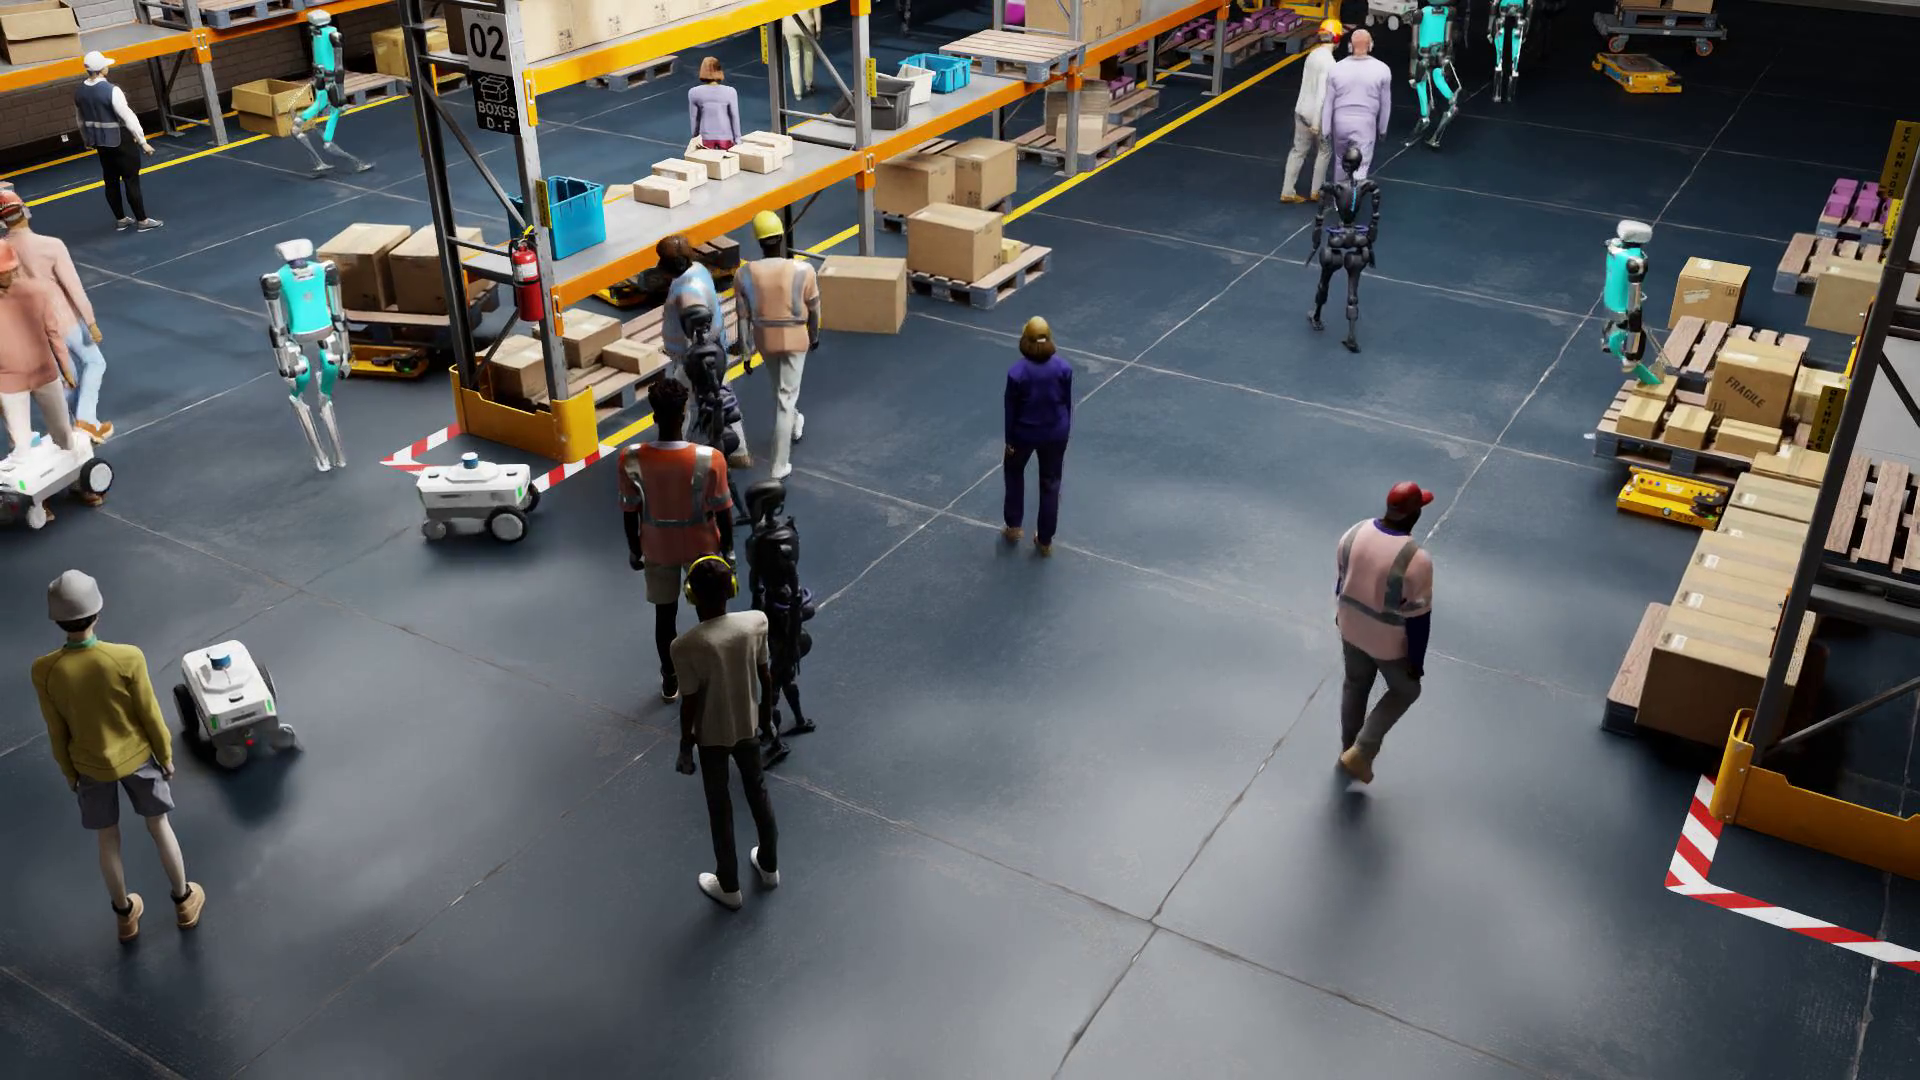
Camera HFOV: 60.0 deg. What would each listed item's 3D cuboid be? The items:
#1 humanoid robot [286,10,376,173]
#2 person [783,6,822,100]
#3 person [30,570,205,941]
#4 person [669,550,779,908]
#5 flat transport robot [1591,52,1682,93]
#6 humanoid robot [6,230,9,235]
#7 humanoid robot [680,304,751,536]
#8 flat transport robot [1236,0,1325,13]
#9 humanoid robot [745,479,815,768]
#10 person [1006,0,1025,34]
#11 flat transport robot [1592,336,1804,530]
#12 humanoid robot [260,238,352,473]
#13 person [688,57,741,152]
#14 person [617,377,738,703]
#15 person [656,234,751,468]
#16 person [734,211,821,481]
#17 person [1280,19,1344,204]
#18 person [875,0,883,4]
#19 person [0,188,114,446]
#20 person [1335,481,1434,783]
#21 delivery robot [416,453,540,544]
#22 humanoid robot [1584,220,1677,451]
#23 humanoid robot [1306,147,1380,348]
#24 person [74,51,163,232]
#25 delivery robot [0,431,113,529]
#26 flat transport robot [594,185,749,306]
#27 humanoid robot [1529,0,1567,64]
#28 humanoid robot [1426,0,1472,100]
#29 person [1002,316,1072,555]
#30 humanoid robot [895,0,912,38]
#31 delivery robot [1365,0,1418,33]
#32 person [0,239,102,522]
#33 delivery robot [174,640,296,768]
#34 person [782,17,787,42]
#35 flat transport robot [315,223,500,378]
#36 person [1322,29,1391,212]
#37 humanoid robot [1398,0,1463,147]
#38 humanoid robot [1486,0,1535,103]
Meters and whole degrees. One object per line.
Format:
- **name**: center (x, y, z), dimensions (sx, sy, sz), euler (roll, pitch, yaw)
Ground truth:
- **humanoid robot**: center (-6.863, -4.738, 17.823), dimensions (0.544, 1.753, 0.957), euler (23, 37, 34)
- **person**: center (-2.033, -6.457, 20.882), dimensions (0.578, 1.723, 0.696), euler (-4, 30, -7)
- **person**: center (-3.831, 0.995, 7.551), dimensions (0.479, 1.881, 0.392), euler (-11, 31, -19)
- **person**: center (-1.093, 0.892, 7.742), dimensions (0.516, 1.865, 0.320), euler (-20, 35, -31)
- **flat transport robot**: center (8.843, -6.112, 21.754), dimensions (0.659, 0.231, 1.431), euler (-1, 29, -1)
- **humanoid robot**: center (-7.746, -2.118, 13.260), dimensions (0.414, 1.650, 0.592), euler (22, 36, 33)
- **humanoid robot**: center (-1.604, -0.778, 10.897), dimensions (0.435, 1.640, 0.589), euler (-11, 31, -19)
- **flat transport robot**: center (5.018, -8.259, 25.552), dimensions (1.431, 0.231, 0.659), euler (-1, 29, -2)
- **humanoid robot**: center (-0.991, 0.417, 8.775), dimensions (0.465, 1.647, 0.609), euler (-15, 33, -25)
- **person**: center (0.723, -6.606, 21.085), dimensions (0.508, 1.784, 0.973), euler (17, 34, 27)
- **flat transport robot**: center (5.184, -0.514, 11.851), dimensions (0.659, 0.231, 1.431), euler (16, 33, 27)
- **humanoid robot**: center (-4.629, -1.293, 11.786), dimensions (0.538, 1.842, 0.694), euler (-22, 36, -34)
- **person**: center (-2.438, -4.001, 16.639), dimensions (0.498, 1.629, 0.288), euler (2, 30, 3)
- **person**: center (-1.536, 0.025, 9.175), dimensions (0.613, 1.963, 0.361), euler (1, 29, 1)
- **person**: center (-1.932, -1.269, 11.634), dimensions (0.883, 1.806, 0.695), euler (-1, 30, -2)
- **person**: center (-1.281, -1.414, 11.823), dimensions (0.579, 1.856, 1.012), euler (4, 30, 7)
- **person**: center (3.642, -4.381, 17.094), dimensions (0.692, 1.841, 0.599), euler (-10, 31, -18)
- **person**: center (-1.165, -9.298, 25.736), dimensions (0.637, 1.901, 0.941), euler (-4, 30, -8)
- **person**: center (-6.553, -1.551, 11.983), dimensions (0.676, 1.946, 0.514), euler (0, 29, -1)
- **person**: center (2.162, 0.484, 8.593), dimensions (0.465, 1.740, 0.624), euler (-22, 36, -34)
- **delivery robot**: center (-3.255, -0.303, 11.179), dimensions (0.772, 0.587, 0.499), euler (-2, 30, -3)
- **humanoid robot**: center (4.940, -1.428, 11.989), dimensions (0.795, 1.792, 0.530), euler (-1, 30, -2)
- **humanoid robot**: center (3.217, -2.458, 13.905), dimensions (0.585, 1.621, 0.774), euler (-3, 30, -6)
- **person**: center (-8.301, -3.898, 16.322), dimensions (0.767, 1.757, 0.429), euler (7, 30, 12)
- **delivery robot**: center (-6.316, -0.466, 11.491), dimensions (0.499, 0.611, 0.804), euler (8, 30, 13)
- **flat transport robot**: center (-2.706, -2.480, 15.328), dimensions (1.431, 0.231, 0.659), euler (-23, 37, -35)
- **humanoid robot**: center (7.947, -7.303, 22.430), dimensions (0.610, 1.650, 0.364), euler (-12, 32, -20)
- **humanoid robot**: center (6.094, -6.386, 20.795), dimensions (0.315, 1.655, 0.599), euler (-24, 37, -36)
- **person**: center (0.495, -0.698, 10.808), dimensions (0.451, 1.607, 0.518), euler (-4, 30, -7)
- **humanoid robot**: center (-0.792, -8.095, 23.854), dimensions (0.606, 1.637, 0.632), euler (7, 30, 12)
- **delivery robot**: center (6.351, -7.783, 24.412), dimensions (0.499, 0.587, 0.789), euler (-21, 36, -33)
- **person**: center (-6.233, -1.072, 11.096), dimensions (0.405, 1.987, 0.631), euler (25, 38, 36)
- **delivery robot**: center (-3.997, 0.858, 9.139), dimensions (0.530, 0.600, 0.771), euler (-18, 34, -29)
- **person**: center (-2.446, -8.052, 23.501), dimensions (0.495, 1.925, 0.718), euler (6, 30, 10)
- **flat transport robot**: center (-4.611, -1.733, 14.007), dimensions (0.659, 0.231, 1.431), euler (4, 30, 7)
- **person**: center (3.919, -4.104, 16.572), dimensions (0.652, 1.875, 0.836), euler (13, 32, 21)
- **humanoid robot**: center (5.354, -5.193, 18.664), dimensions (0.538, 1.796, 0.835), euler (-9, 31, -15)
- **humanoid robot**: center (6.766, -6.202, 20.430), dimensions (0.542, 1.808, 0.675), euler (4, 30, 6)
